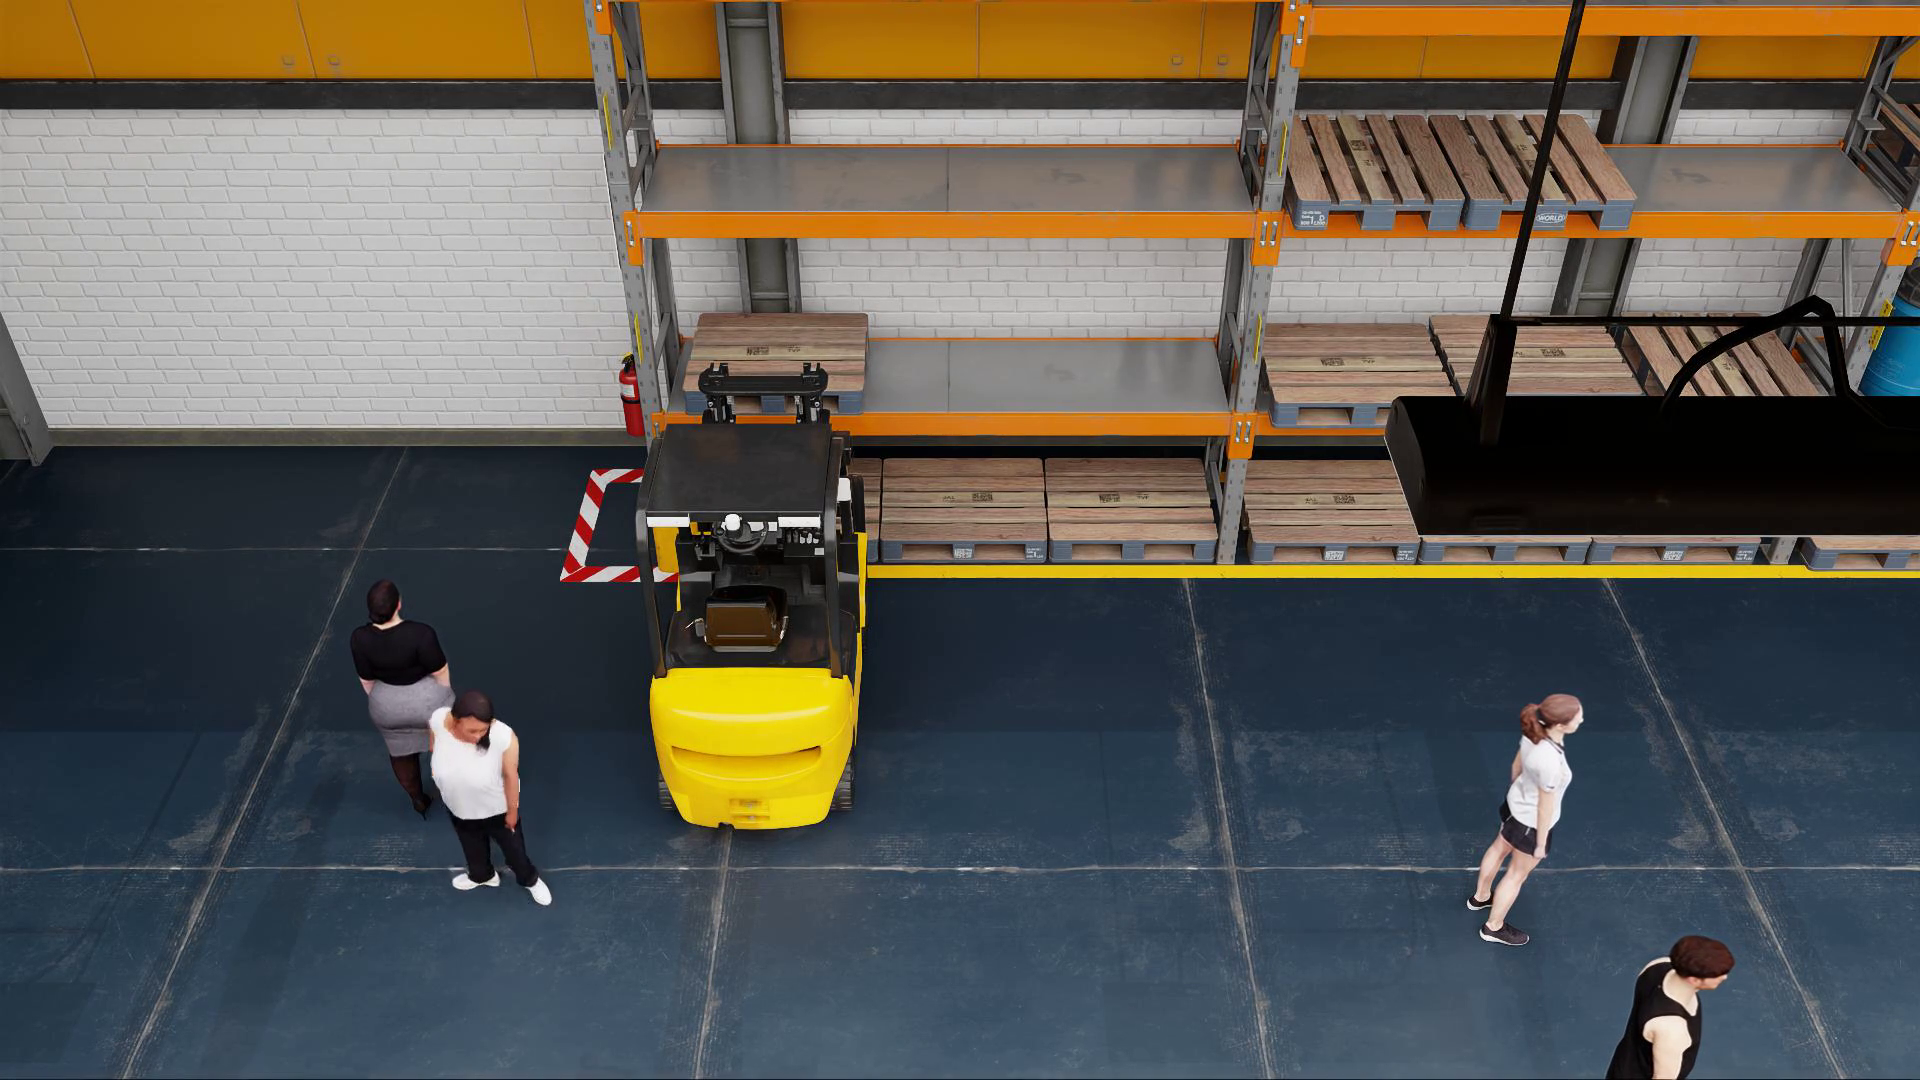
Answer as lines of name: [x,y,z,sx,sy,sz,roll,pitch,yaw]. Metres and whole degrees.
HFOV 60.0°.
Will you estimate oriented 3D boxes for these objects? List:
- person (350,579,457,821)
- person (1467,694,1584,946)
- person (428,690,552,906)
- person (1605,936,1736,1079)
person: [-3.176,0.951,9.636,0.563,1.759,0.723,-2,39,-3]
person: [3.058,1.485,8.975,0.539,1.751,0.578,-2,39,-2]
person: [-2.688,1.394,9.160,0.705,1.661,0.908,21,43,24]
person: [3.159,2.450,7.654,0.648,1.891,0.737,7,39,9]
